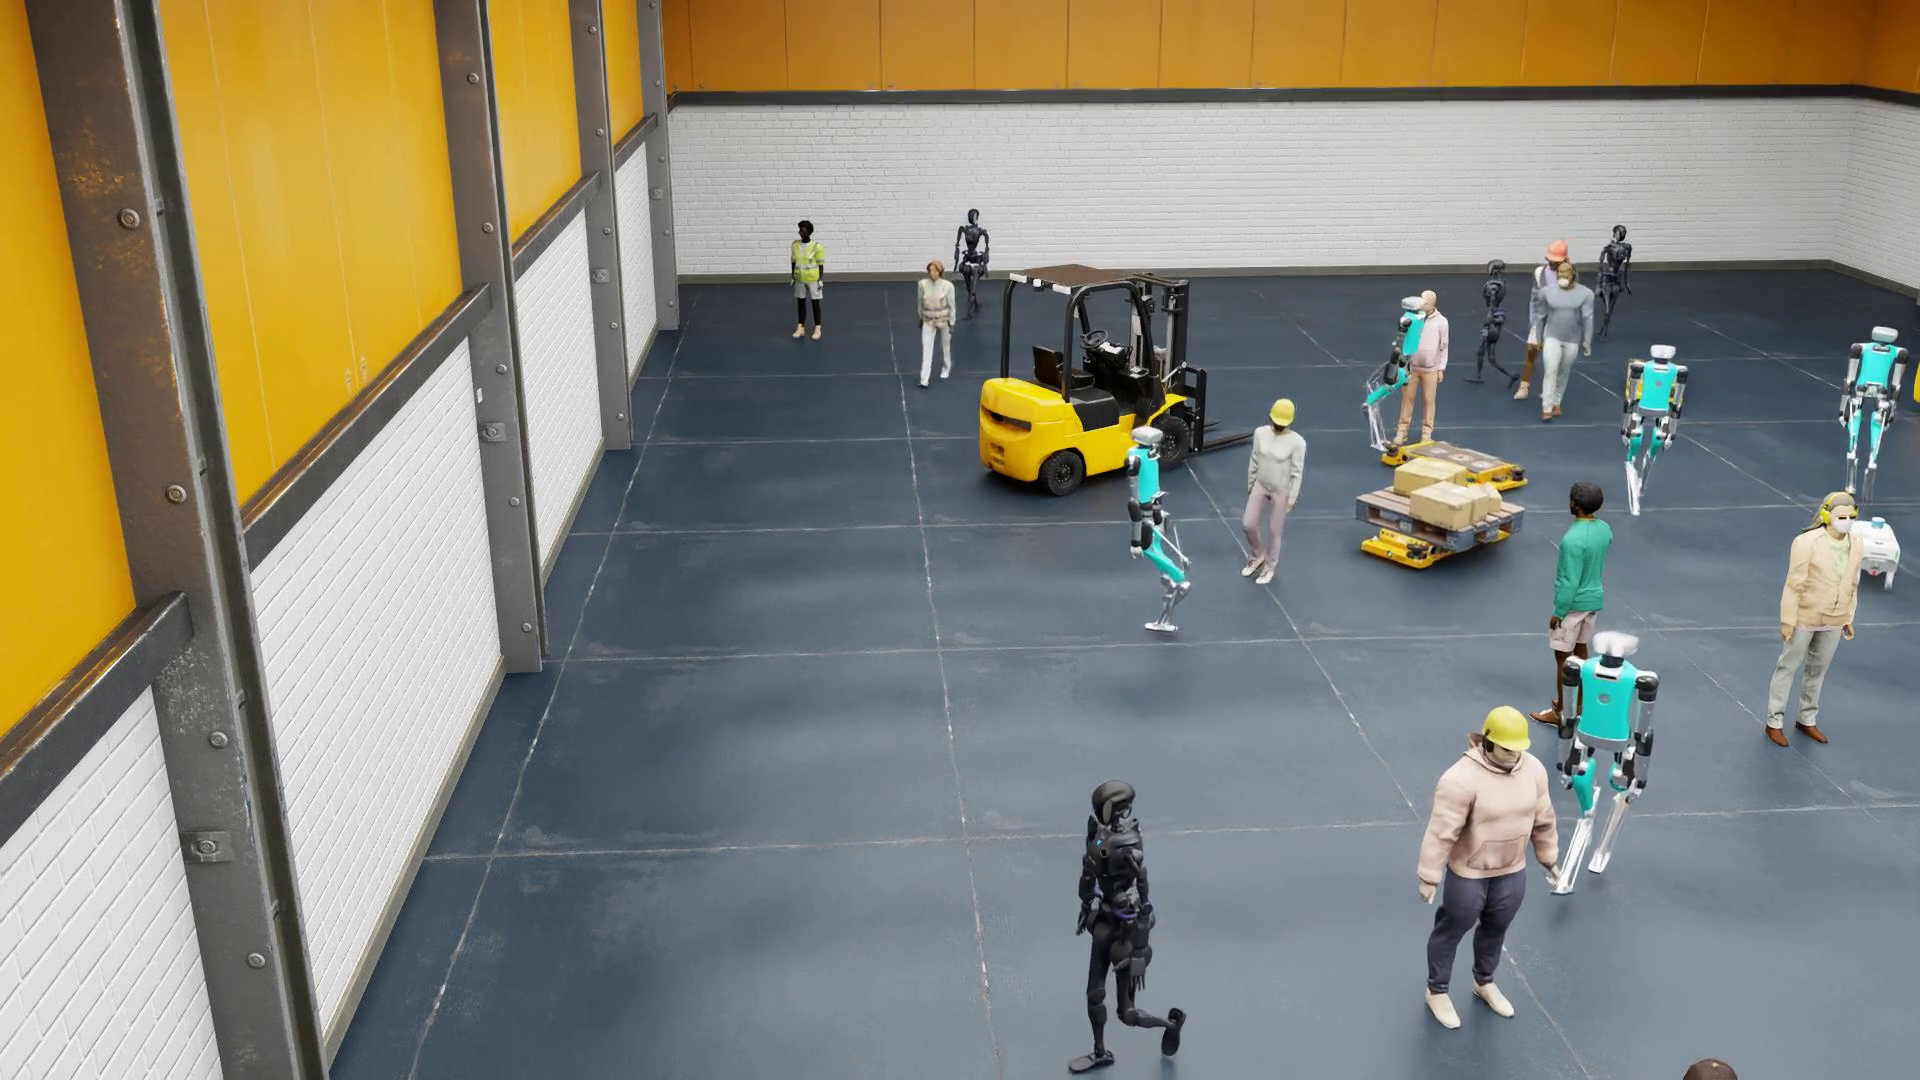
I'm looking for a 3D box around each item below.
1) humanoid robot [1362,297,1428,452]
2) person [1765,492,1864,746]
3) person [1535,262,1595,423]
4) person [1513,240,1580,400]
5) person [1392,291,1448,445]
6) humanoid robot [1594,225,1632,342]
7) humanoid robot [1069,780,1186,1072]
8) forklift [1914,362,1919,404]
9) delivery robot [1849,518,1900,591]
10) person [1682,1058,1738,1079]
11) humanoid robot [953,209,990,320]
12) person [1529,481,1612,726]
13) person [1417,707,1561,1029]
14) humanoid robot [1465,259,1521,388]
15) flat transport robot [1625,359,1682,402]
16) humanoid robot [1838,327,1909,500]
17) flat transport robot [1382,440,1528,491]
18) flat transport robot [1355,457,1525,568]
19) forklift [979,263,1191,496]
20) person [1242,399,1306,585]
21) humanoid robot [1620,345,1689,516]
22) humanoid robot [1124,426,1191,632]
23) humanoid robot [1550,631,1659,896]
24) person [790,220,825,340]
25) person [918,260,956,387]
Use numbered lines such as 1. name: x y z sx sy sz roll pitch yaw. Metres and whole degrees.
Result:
1. humanoid robot: 4.767 -1.866 18.576 0.737 1.776 0.535 16 25 36
2. person: 6.074 0.546 11.812 0.555 1.877 0.407 -3 20 -7
3. person: 7.094 -2.315 19.585 0.642 1.883 1.037 6 21 15
4. person: 7.185 -2.662 20.381 0.601 2.000 0.885 16 26 37
5. person: 5.192 -1.926 18.677 0.529 1.781 0.403 11 23 27
6. humanoid robot: 9.233 -3.620 23.462 0.594 1.642 0.534 -8 22 -21
7. humanoid robot: 0.853 1.921 8.367 0.613 1.632 0.614 -10 22 -25
8. forklift: 12.602 -2.435 19.475 2.313 2.155 1.214 -1 20 -4
9. delivery robot: 8.212 0.095 14.979 0.499 0.613 0.811 8 21 20
10. person: 2.643 2.695 6.126 0.472 1.766 0.388 18 27 40
11. humanoid robot: 0.193 -4.170 25.024 0.596 1.628 0.789 9 22 23
12. person: 4.474 0.473 12.047 0.505 1.847 0.379 -17 26 -38
13. person: 2.745 1.693 8.721 0.794 1.857 0.456 -6 21 -15
14. humanoid robot: 6.848 -2.749 21.111 0.678 1.630 0.603 8 22 21
15. flat transport robot: 8.819 -2.014 21.115 0.659 0.231 1.431 8 22 20
16. humanoid robot: 9.191 -1.175 16.830 0.542 1.877 0.731 8 22 20
17. flat transport robot: 5.284 -0.796 17.797 0.659 0.231 1.431 -13 24 -31
18. flat transport robot: 4.520 -0.052 15.768 1.431 0.231 0.659 -15 25 -36
19. forklift: 1.315 -1.764 17.646 2.313 2.155 1.214 -14 24 -33
20. person: 2.757 -0.421 14.643 0.542 1.738 0.373 15 25 35
21. humanoid robot: 6.886 -1.136 16.671 0.547 1.821 0.882 6 21 16
22. humanoid robot: 1.697 0.021 13.560 0.754 1.867 0.533 10 23 26
23. humanoid robot: 3.849 1.306 9.918 0.548 1.741 0.977 13 24 31
24. person: -2.168 -3.697 23.625 0.531 1.697 0.322 9 22 22
25. person: -0.305 -2.782 21.266 0.531 1.586 0.884 6 21 16
